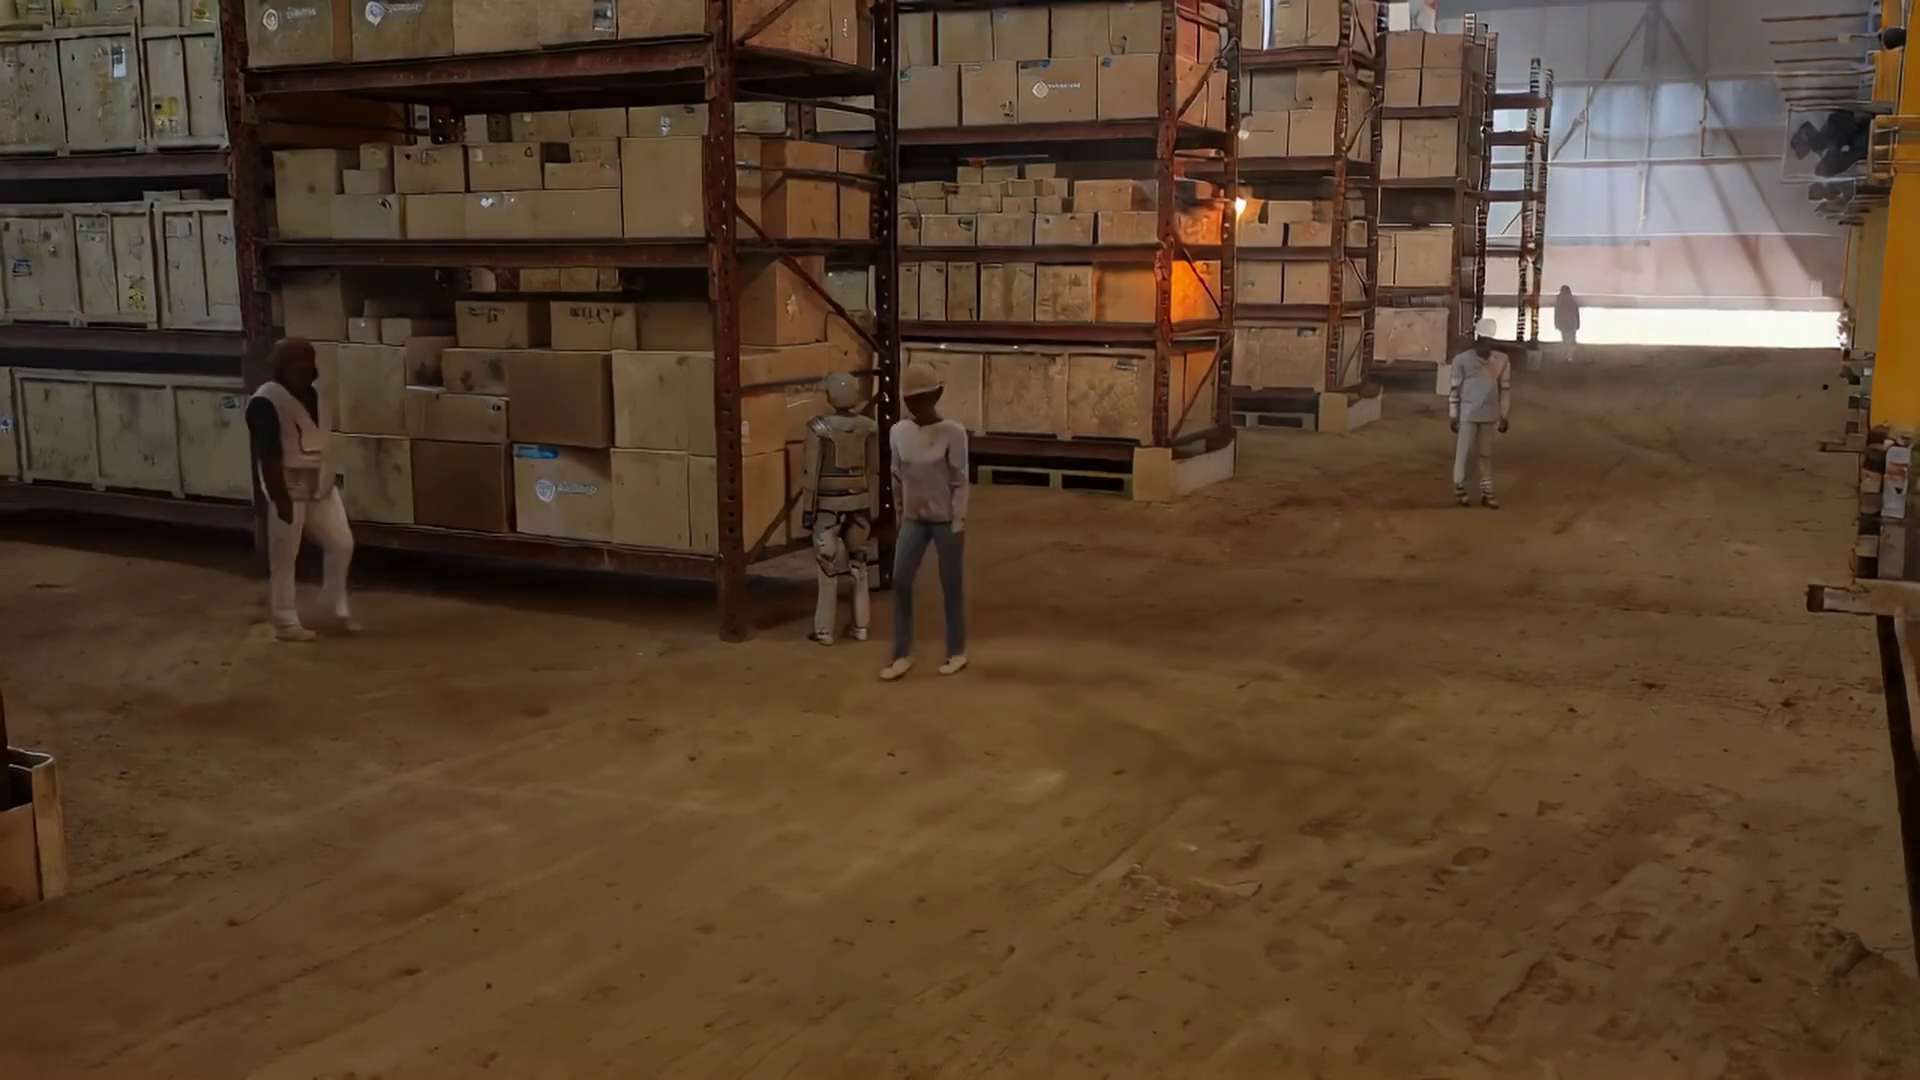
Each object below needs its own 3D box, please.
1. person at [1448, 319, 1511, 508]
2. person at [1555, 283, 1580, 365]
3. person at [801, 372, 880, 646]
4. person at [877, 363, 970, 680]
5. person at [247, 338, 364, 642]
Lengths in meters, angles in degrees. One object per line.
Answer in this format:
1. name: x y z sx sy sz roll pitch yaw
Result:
1. person: 4.758 -1.152 15.222 0.567 1.740 0.368 0 10 -2
2. person: 12.714 -4.534 34.888 0.540 1.700 0.566 0 10 2
3. person: -0.702 -0.181 9.914 0.525 1.632 0.312 -6 12 -33
4. person: -0.194 -0.087 9.053 0.547 1.736 0.715 5 11 28
5. person: -3.897 -0.284 9.928 0.626 1.825 0.622 4 11 22
